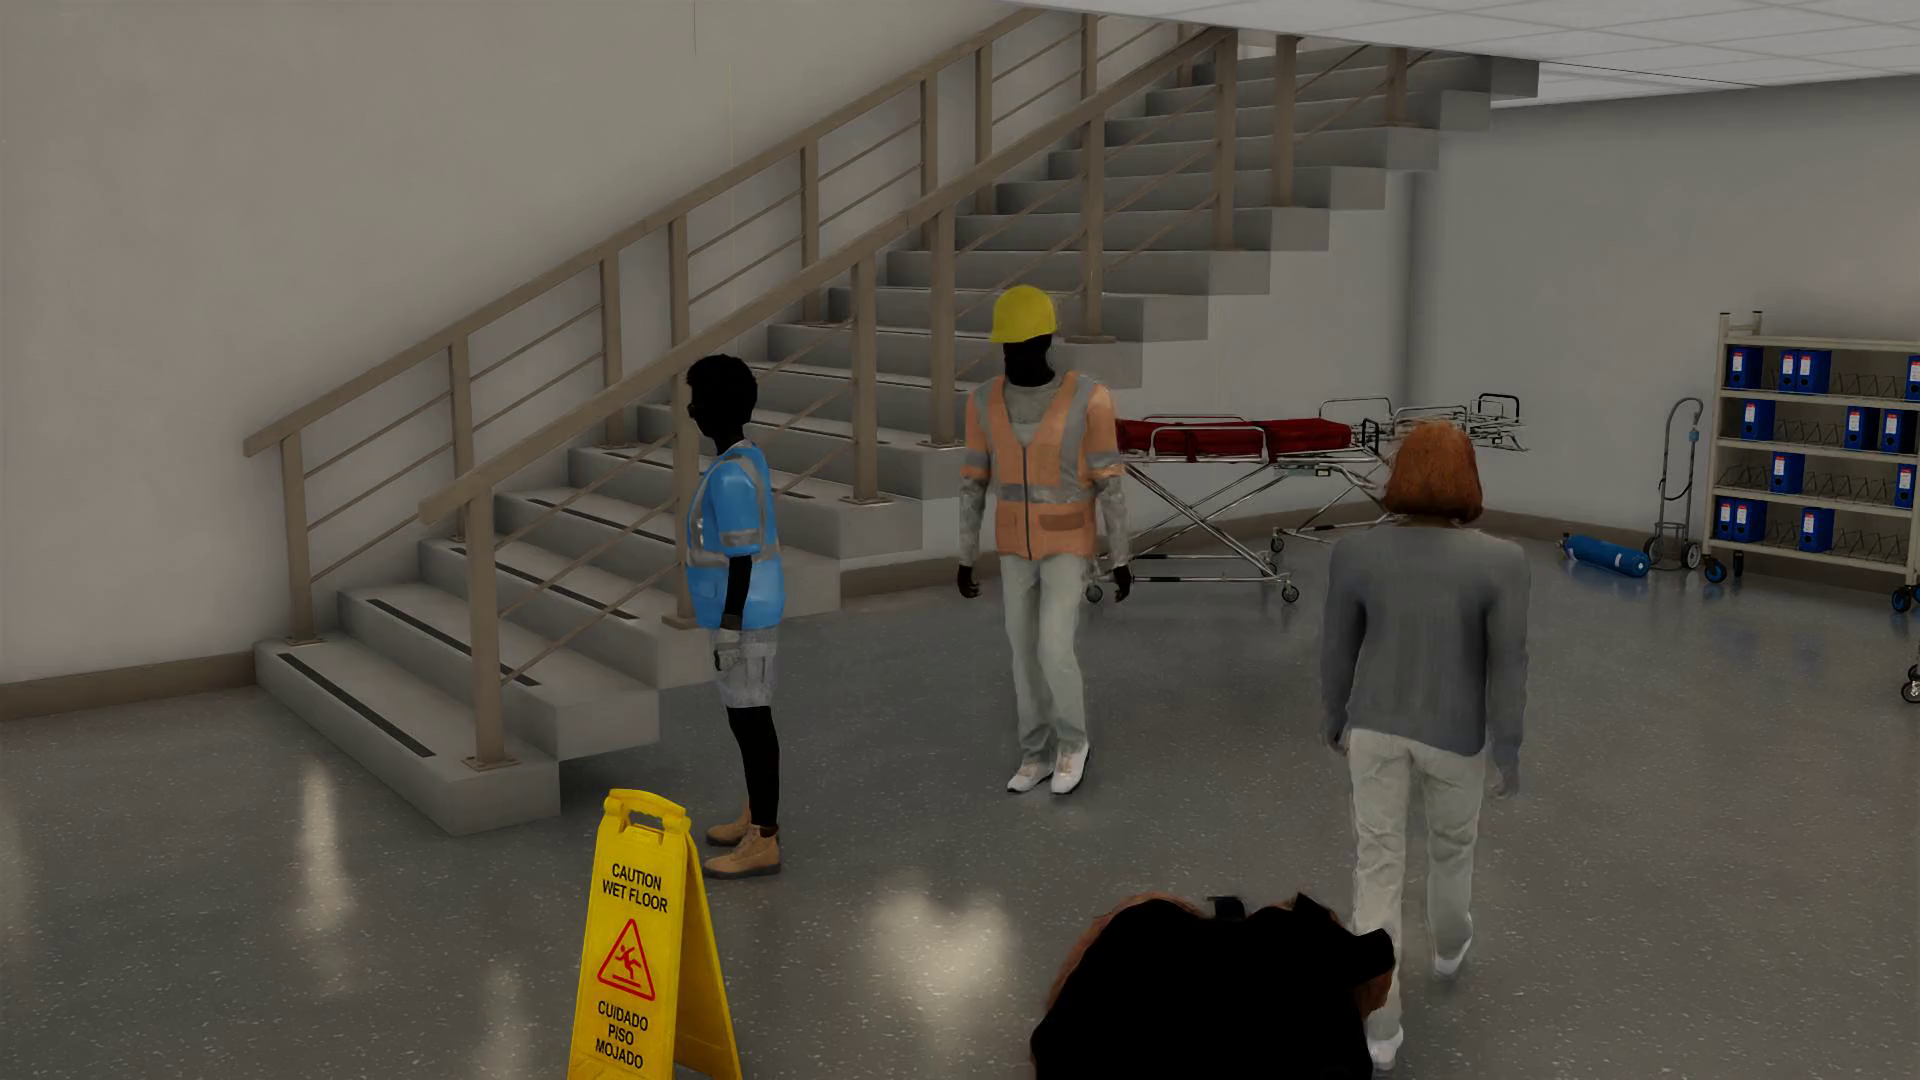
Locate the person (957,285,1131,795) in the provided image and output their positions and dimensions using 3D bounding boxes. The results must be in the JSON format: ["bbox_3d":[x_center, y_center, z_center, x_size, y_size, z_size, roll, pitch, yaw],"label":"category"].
[{"bbox_3d":[0.300,0.024,6.106,0.661,1.899,0.503,5,11,27],"label":"person"}]

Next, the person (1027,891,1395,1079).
[{"bbox_3d":[0.143,1.022,1.115,0.308,1.640,0.511,3,10,18],"label":"person"}]

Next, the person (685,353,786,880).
[{"bbox_3d":[-0.727,0.246,5.406,0.320,1.698,0.538,-1,10,-4],"label":"person"}]

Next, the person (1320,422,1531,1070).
[{"bbox_3d":[1.195,0.486,4.317,0.524,1.582,0.839,4,11,22],"label":"person"}]
